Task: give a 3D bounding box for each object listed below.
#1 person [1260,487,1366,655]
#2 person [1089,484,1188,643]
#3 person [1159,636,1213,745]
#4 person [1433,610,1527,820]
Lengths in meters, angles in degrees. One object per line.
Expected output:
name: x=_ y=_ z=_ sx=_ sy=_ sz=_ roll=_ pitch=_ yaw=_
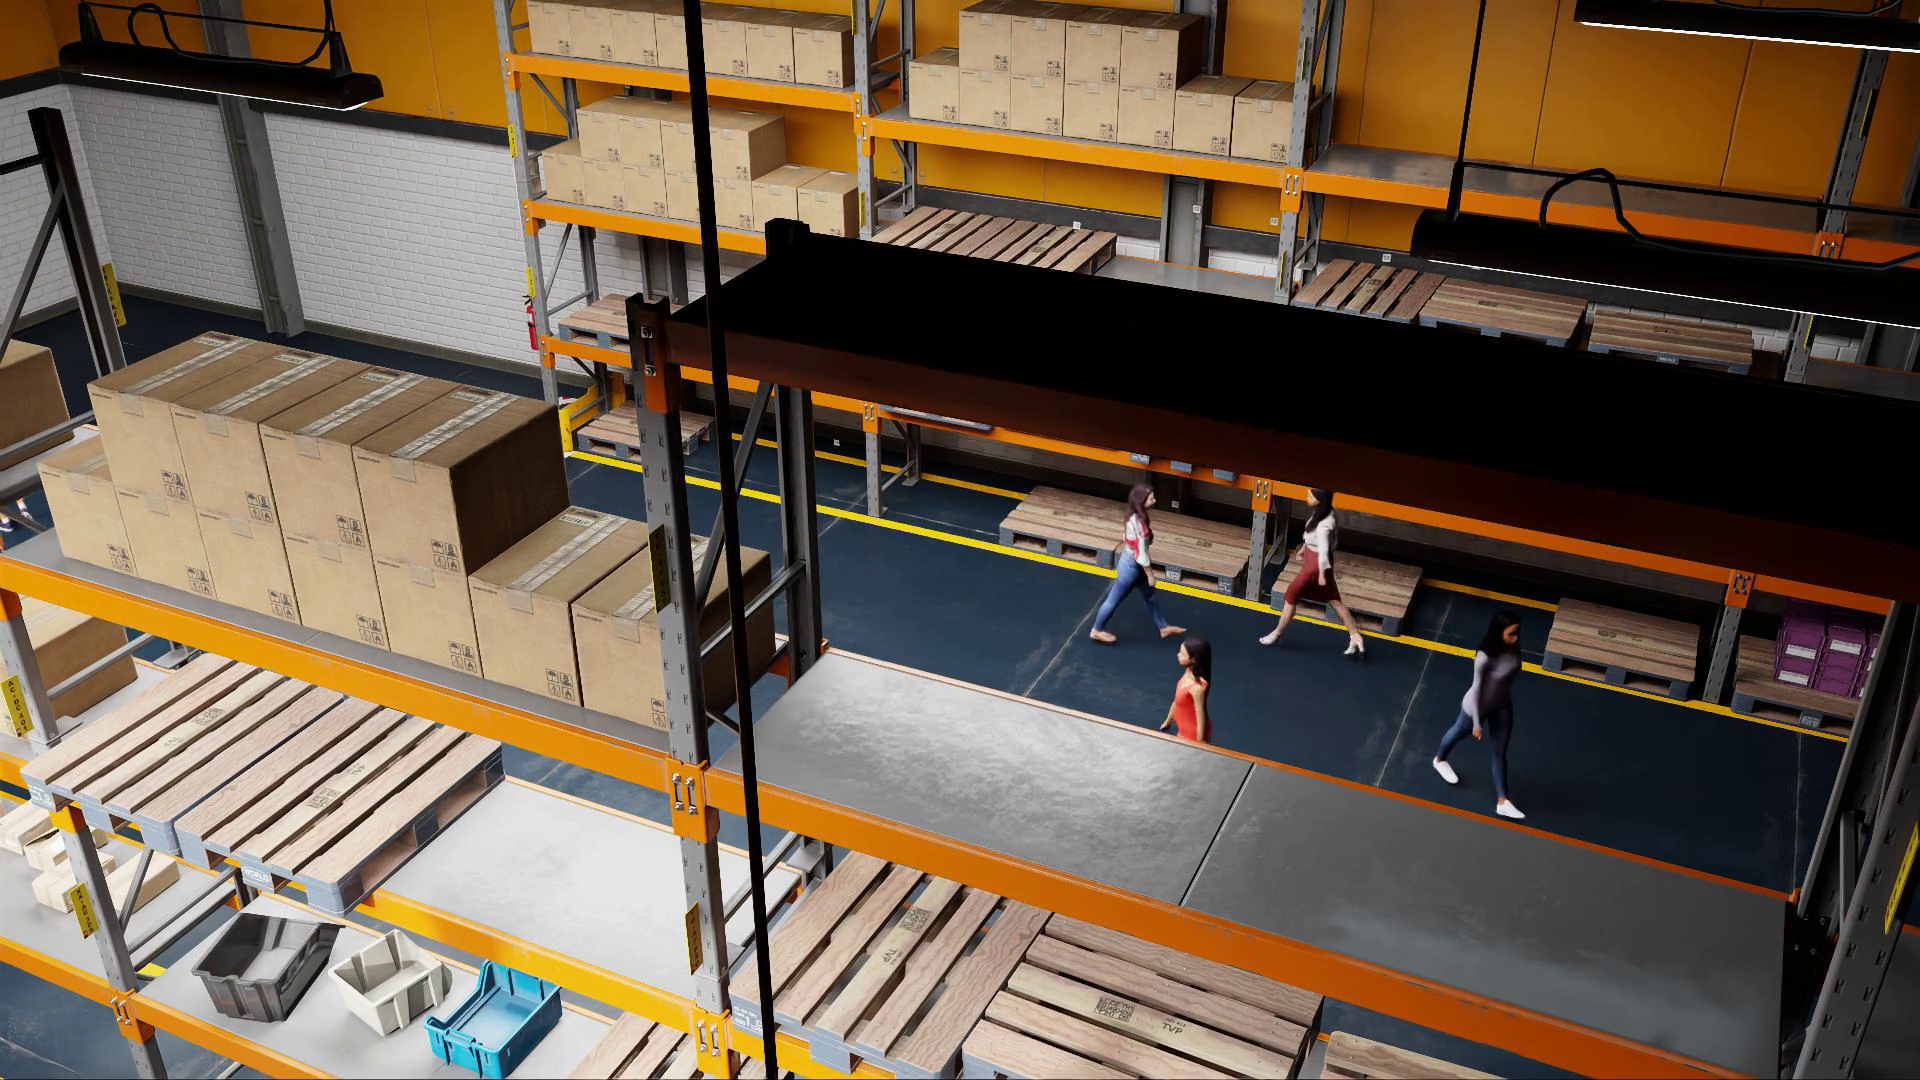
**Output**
person: x=3.165 y=0.284 z=14.318 sx=1.150 sy=1.699 sz=0.651 roll=10 pitch=30 yaw=18
person: x=1.430 y=0.236 z=14.541 sx=1.154 sy=1.570 sz=0.817 roll=3 pitch=29 yaw=5
person: x=1.783 y=1.452 z=12.184 sx=0.957 sy=1.693 sz=0.784 roll=3 pitch=29 yaw=5
person: x=3.914 y=1.234 z=12.599 sx=1.080 sy=1.678 sz=1.215 roll=-13 pitch=31 yaw=-23
